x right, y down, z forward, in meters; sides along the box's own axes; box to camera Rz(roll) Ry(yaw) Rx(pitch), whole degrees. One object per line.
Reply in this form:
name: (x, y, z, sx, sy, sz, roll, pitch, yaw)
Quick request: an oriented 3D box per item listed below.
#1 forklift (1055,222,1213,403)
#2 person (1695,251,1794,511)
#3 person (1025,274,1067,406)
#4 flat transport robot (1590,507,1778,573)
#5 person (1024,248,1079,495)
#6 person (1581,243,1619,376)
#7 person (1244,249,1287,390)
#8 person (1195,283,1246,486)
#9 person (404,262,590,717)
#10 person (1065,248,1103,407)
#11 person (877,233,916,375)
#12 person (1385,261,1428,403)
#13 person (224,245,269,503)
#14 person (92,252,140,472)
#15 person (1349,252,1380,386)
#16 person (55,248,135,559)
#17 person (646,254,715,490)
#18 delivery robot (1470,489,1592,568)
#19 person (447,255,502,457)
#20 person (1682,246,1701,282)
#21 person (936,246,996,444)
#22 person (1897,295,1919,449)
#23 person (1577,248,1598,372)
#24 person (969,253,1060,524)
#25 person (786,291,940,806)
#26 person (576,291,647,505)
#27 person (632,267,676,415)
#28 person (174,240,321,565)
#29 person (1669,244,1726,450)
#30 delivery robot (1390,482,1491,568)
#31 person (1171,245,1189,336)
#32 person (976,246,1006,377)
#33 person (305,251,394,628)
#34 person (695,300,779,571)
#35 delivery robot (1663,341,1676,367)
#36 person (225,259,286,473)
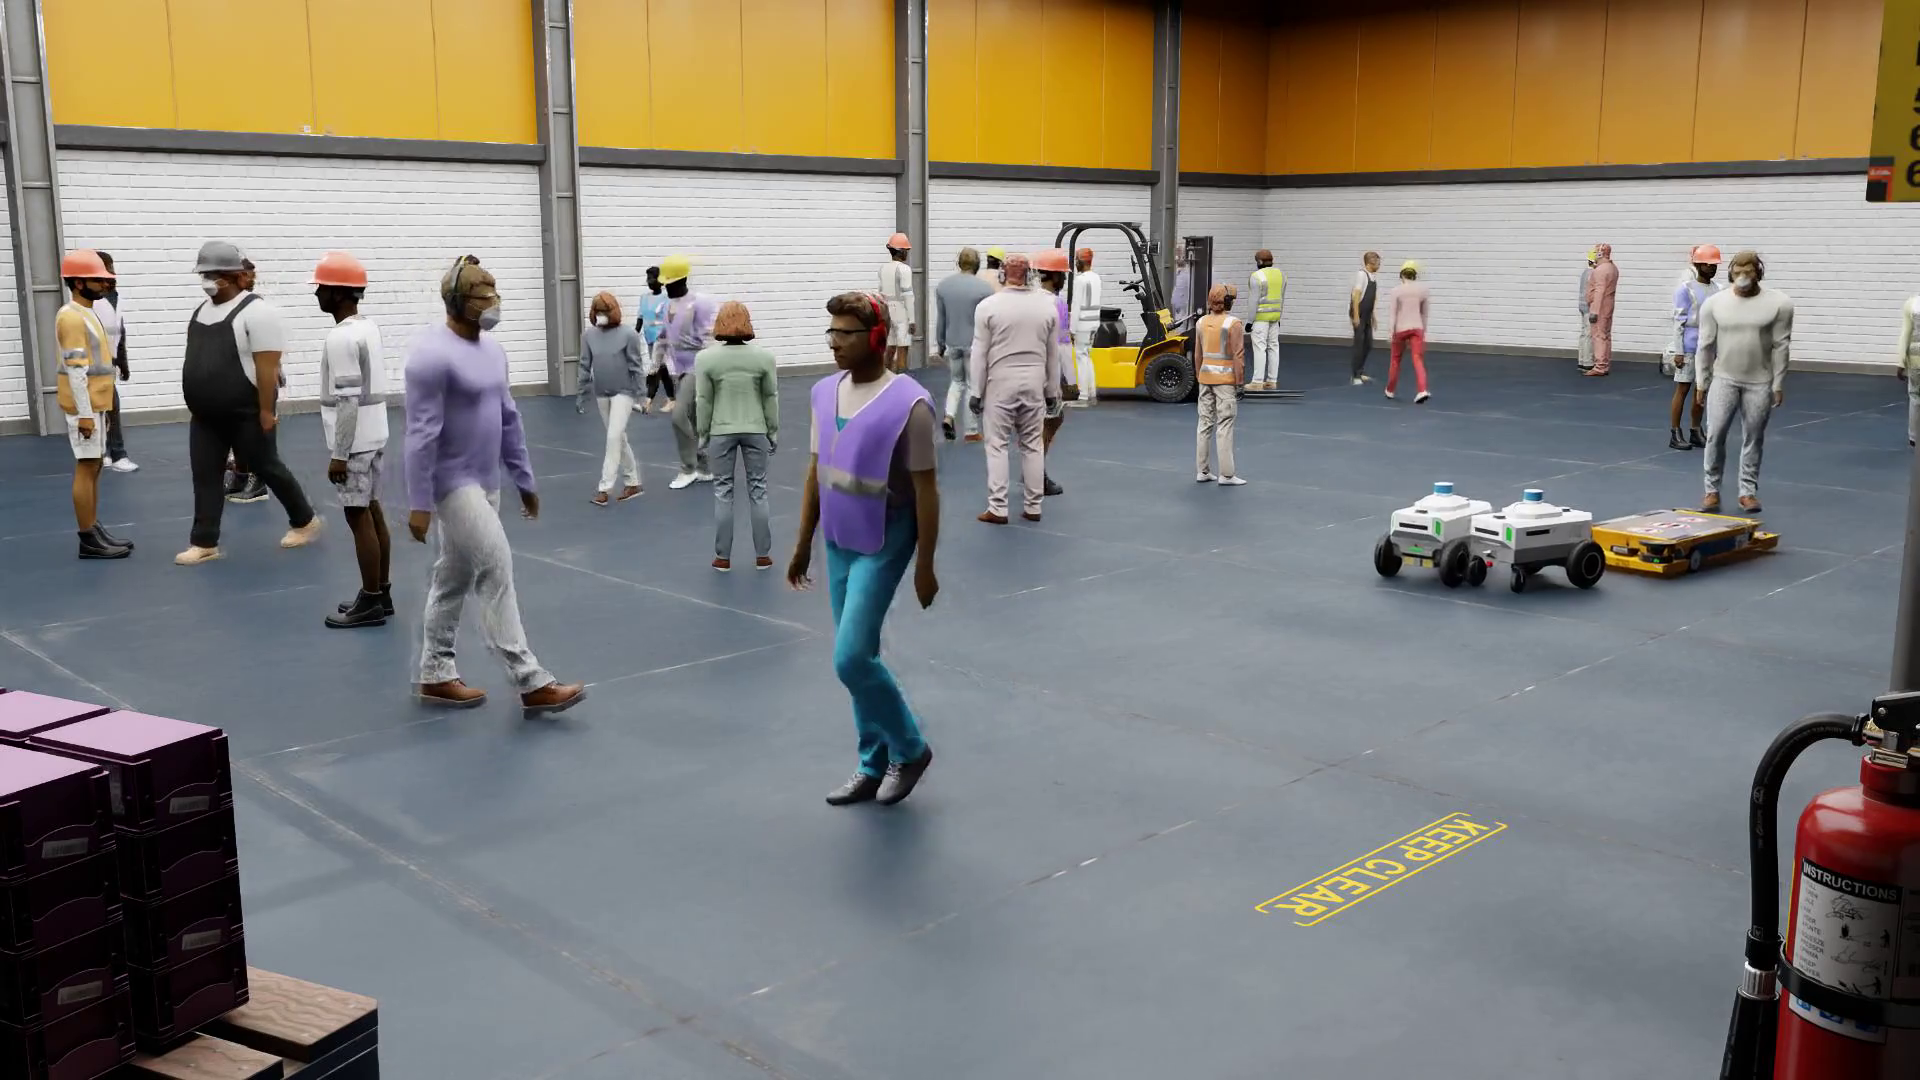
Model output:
forklift: (1.935, -2.847, 20.651, 2.313, 2.155, 1.214, 2, 11, 13)
person: (5.684, -1.132, 12.111, 0.628, 1.909, 0.569, 5, 12, 27)
person: (0.749, -2.190, 18.704, 0.879, 1.593, 0.521, 3, 11, 18)
flat transport robot: (4.473, -0.011, 10.433, 1.431, 0.197, 0.652, -8, 13, -38)
person: (0.712, -1.288, 12.896, 0.477, 1.917, 0.556, -5, 11, -24)
person: (9.208, -3.309, 23.956, 0.399, 1.908, 0.643, 8, 13, 38)
person: (3.986, -2.888, 21.857, 0.621, 1.838, 0.429, -8, 13, -36)
person: (2.107, -1.260, 13.509, 0.309, 1.641, 0.513, -8, 13, -37)
person: (-1.934, -0.198, 6.989, 0.928, 1.901, 0.661, 2, 11, 10)
person: (1.450, -2.501, 19.653, 0.394, 1.878, 0.582, 6, 12, 30)
person: (-0.749, -2.729, 20.419, 0.372, 2.044, 0.607, -9, 14, -40)
person: (5.462, -2.532, 20.262, 0.564, 1.715, 0.926, -1, 10, -6)
person: (-5.520, -1.266, 12.650, 0.373, 1.966, 0.607, -10, 15, -44)
person: (-7.351, -1.524, 14.308, 0.645, 1.873, 0.674, 0, 10, -1)
person: (5.466, -3.004, 22.608, 0.348, 1.806, 0.638, 7, 13, 35)
person: (-5.456, -0.852, 10.470, 0.377, 1.938, 0.547, -3, 11, -18)
person: (-2.222, -1.350, 13.362, 0.632, 1.870, 0.734, -7, 12, -33)
delivery robot: (3.297, -0.049, 9.609, 0.707, 0.478, 0.477, -6, 12, -28)
person: (-4.346, -1.632, 14.987, 0.784, 1.840, 0.564, 2, 11, 12)
person: (10.364, -3.144, 23.162, 0.611, 1.862, 0.627, -10, 14, -43)
person: (0.065, -1.873, 16.081, 0.646, 1.920, 0.483, 6, 12, 29)
person: (9.017, -1.674, 15.382, 0.610, 1.786, 0.942, 5, 12, 27)
person: (9.423, -3.421, 24.763, 0.403, 1.834, 0.589, 1, 10, 7)
person: (0.377, -1.062, 11.740, 0.661, 1.898, 0.398, -5, 11, -24)
person: (-0.344, 0.046, 5.864, 0.450, 1.830, 0.577, -8, 13, -37)
person: (-2.654, -1.060, 12.501, 0.540, 1.590, 0.777, 4, 11, 22)
person: (-3.488, -2.228, 18.715, 0.544, 1.665, 0.821, 9, 14, 41)
person: (-4.531, -0.905, 10.480, 0.683, 2.000, 0.966, 5, 11, 24)
person: (6.997, -1.817, 15.733, 0.545, 1.938, 0.357, -4, 11, -19)
delivery robot: (2.860, -0.099, 9.871, 0.477, 0.478, 0.707, 10, 14, 42)
person: (3.007, -3.007, 22.367, 0.494, 1.882, 0.671, 1, 10, 6)
person: (0.383, -2.788, 21.152, 0.635, 1.891, 0.607, 2, 11, 12)
person: (-3.153, -0.514, 8.620, 0.351, 1.942, 0.545, -1, 10, -5)
person: (-1.343, -0.622, 10.049, 0.500, 1.633, 0.281, -2, 11, -13)
delivery robot: (10.457, -2.729, 24.225, 0.477, 0.478, 0.707, 5, 12, 27)
person: (-5.986, -1.431, 13.956, 0.929, 1.815, 0.586, 5, 12, 26)
